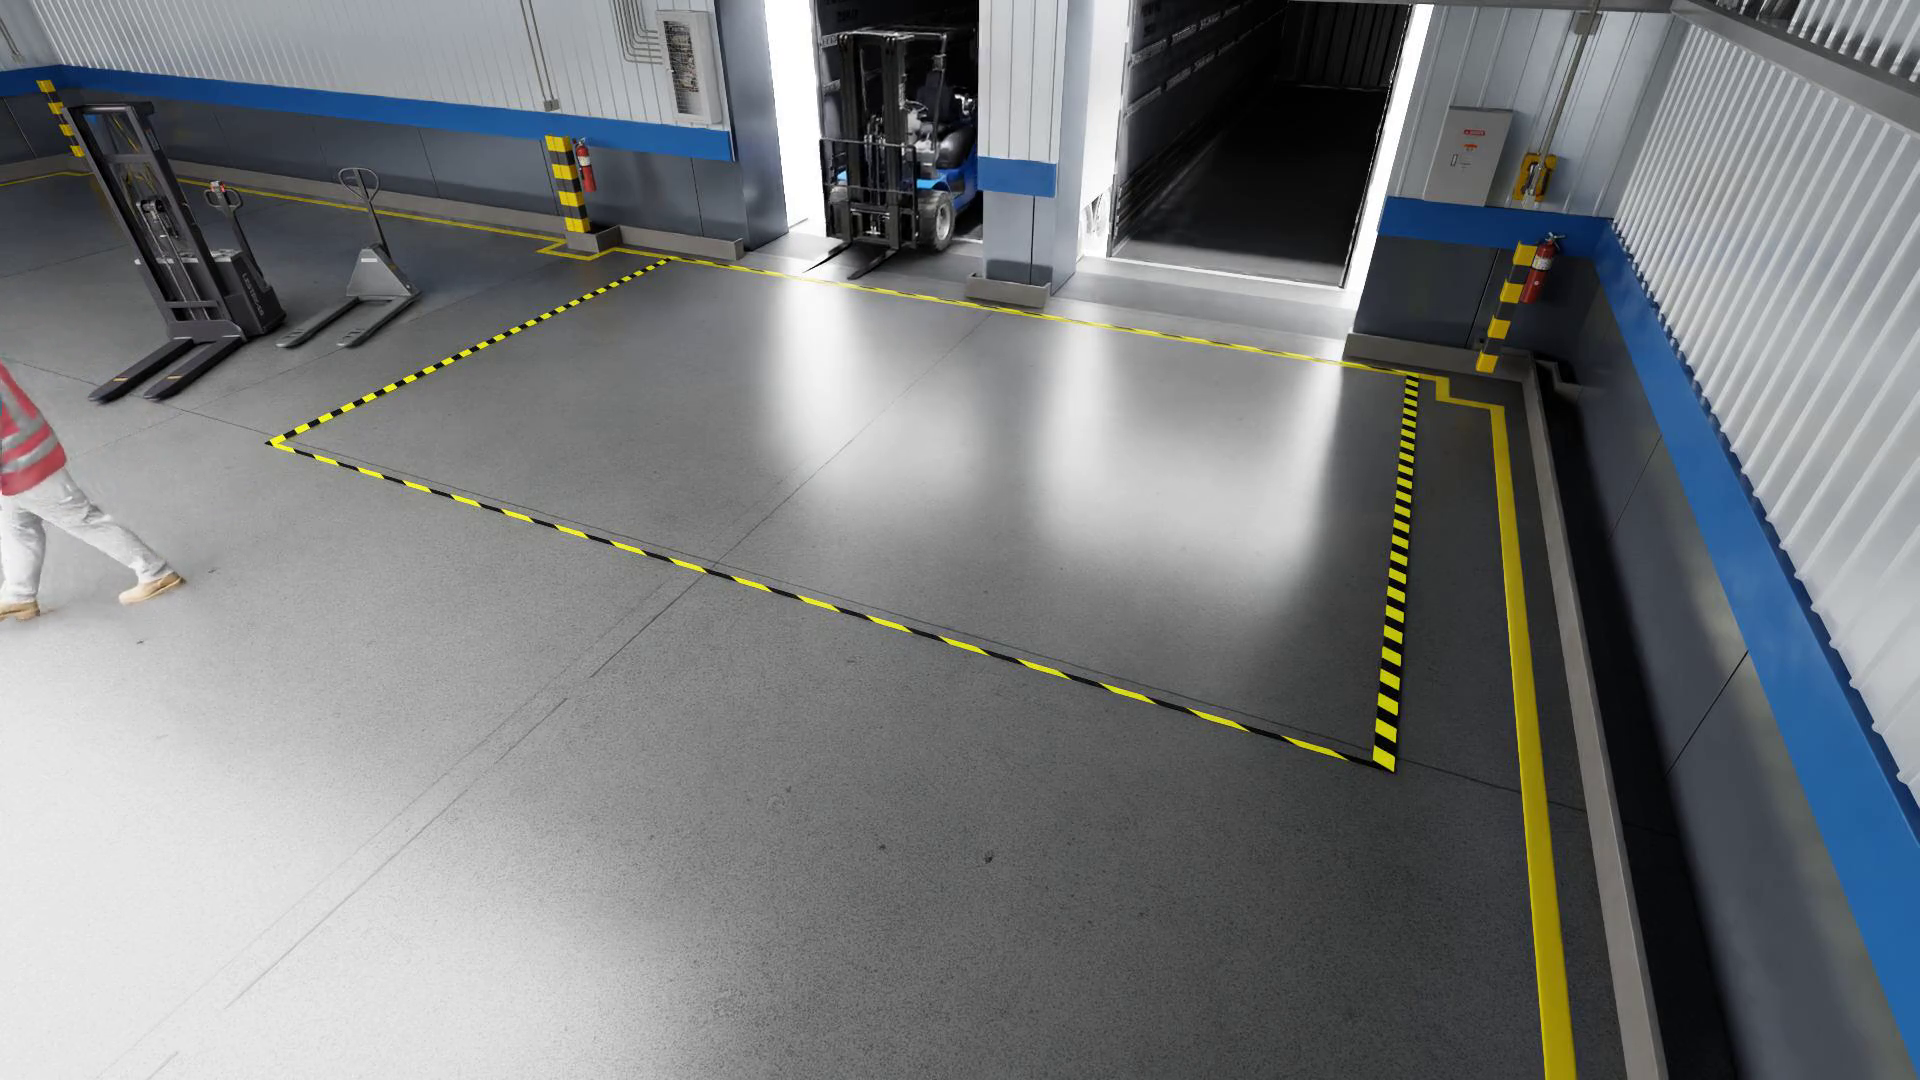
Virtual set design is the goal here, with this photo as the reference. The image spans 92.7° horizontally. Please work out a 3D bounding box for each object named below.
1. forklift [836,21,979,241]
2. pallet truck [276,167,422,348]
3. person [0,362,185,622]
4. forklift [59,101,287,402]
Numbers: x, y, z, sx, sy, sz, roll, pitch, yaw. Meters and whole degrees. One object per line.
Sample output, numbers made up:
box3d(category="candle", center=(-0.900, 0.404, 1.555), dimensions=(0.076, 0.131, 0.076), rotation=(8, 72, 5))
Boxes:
box3d(category="forklift", center=(-0.478, -4.770, 10.498), dimensions=(1.157, 2.036, 2.680), rotation=(13, 37, 18))
box3d(category="pallet truck", center=(-5.732, -2.611, 8.414), dimensions=(0.680, 1.201, 1.601), rotation=(-1, 35, -1))
box3d(category="person", center=(-4.915, -0.316, 4.651), dimensions=(0.619, 1.792, 0.906), rotation=(30, 45, 35))
box3d(category="forklift", center=(-6.686, -2.387, 7.434), dimensions=(0.823, 1.965, 1.885), rotation=(-3, 35, -5))
